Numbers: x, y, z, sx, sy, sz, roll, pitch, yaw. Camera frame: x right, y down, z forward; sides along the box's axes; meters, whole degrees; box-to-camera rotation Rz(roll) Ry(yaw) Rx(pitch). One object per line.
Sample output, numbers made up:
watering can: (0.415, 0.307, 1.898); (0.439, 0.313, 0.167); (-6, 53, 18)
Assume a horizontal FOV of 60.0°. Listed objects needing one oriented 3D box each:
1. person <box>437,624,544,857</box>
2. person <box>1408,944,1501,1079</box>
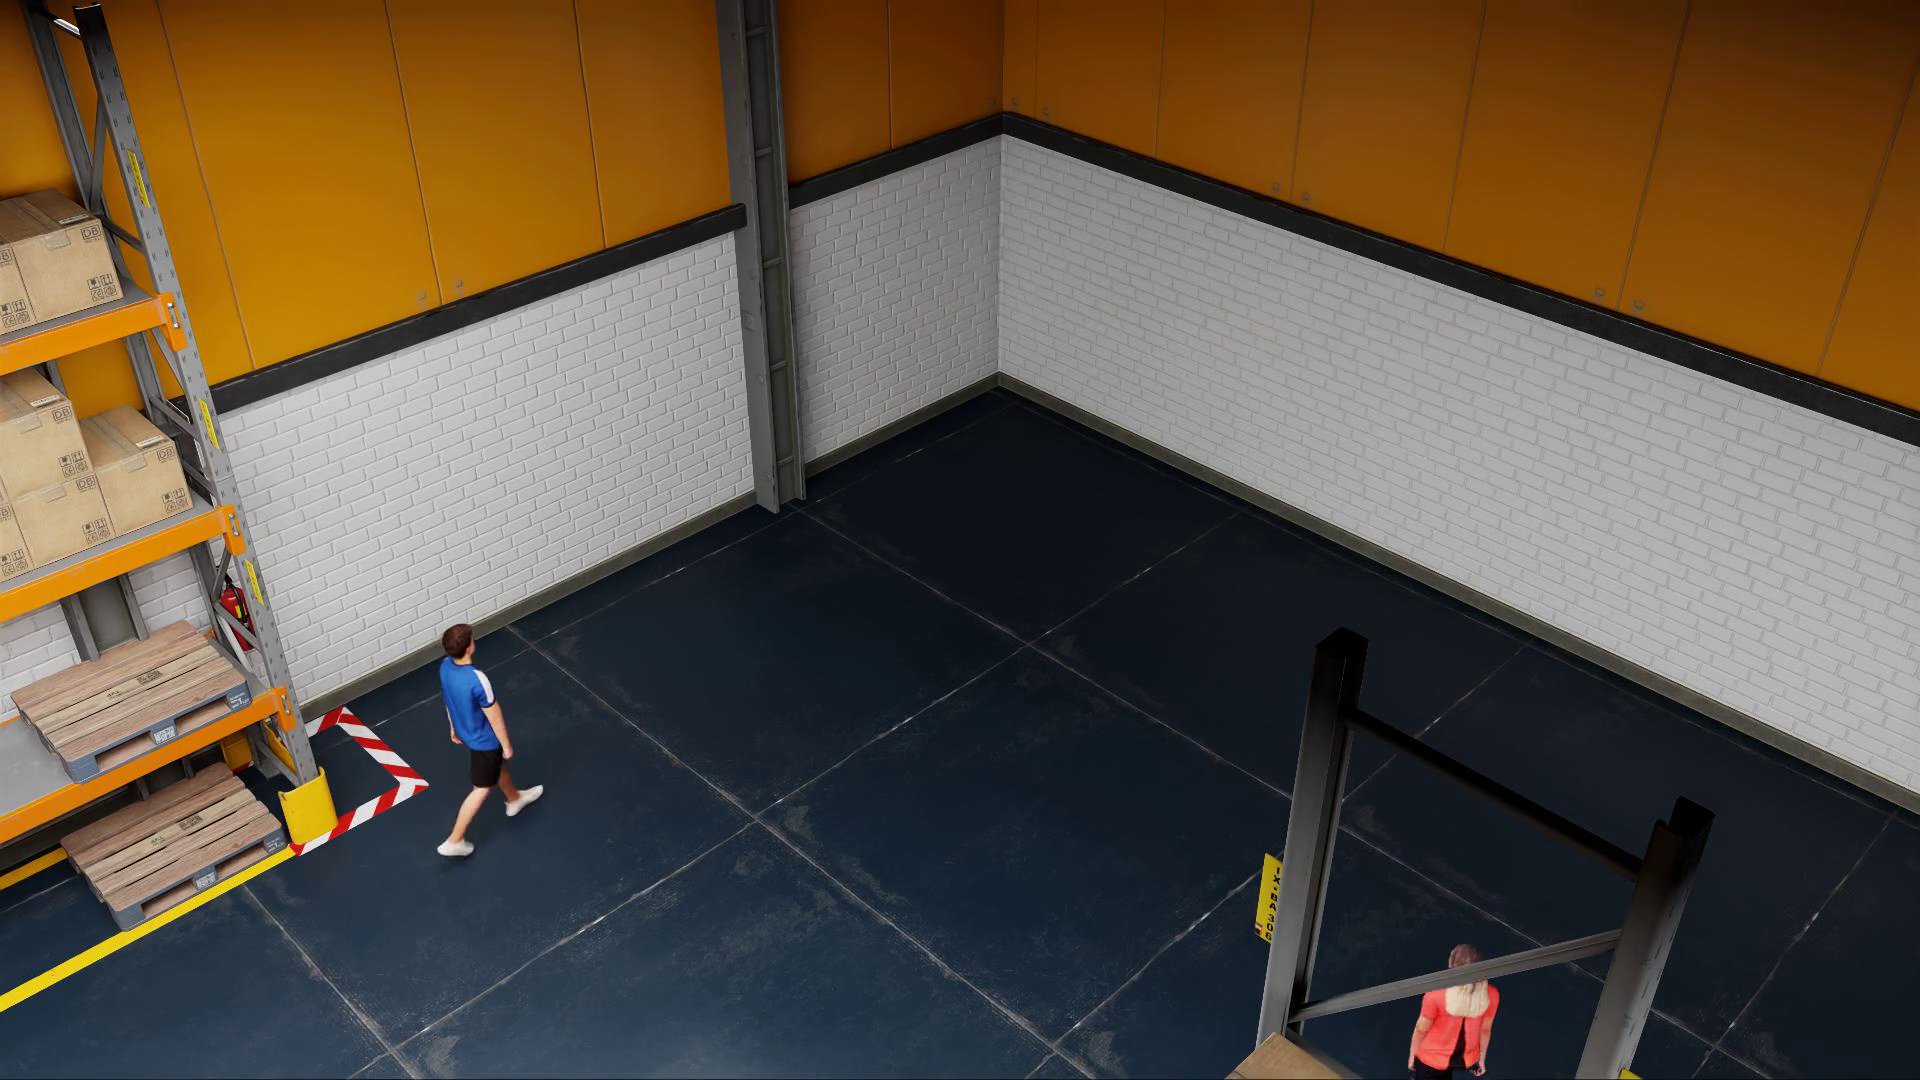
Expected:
person: (-3.441, 1.422, 11.694); (0.763, 1.830, 1.243); (23, 40, 31)
person: (2.789, 3.020, 9.450); (1.140, 1.652, 1.127); (-4, 34, -6)
